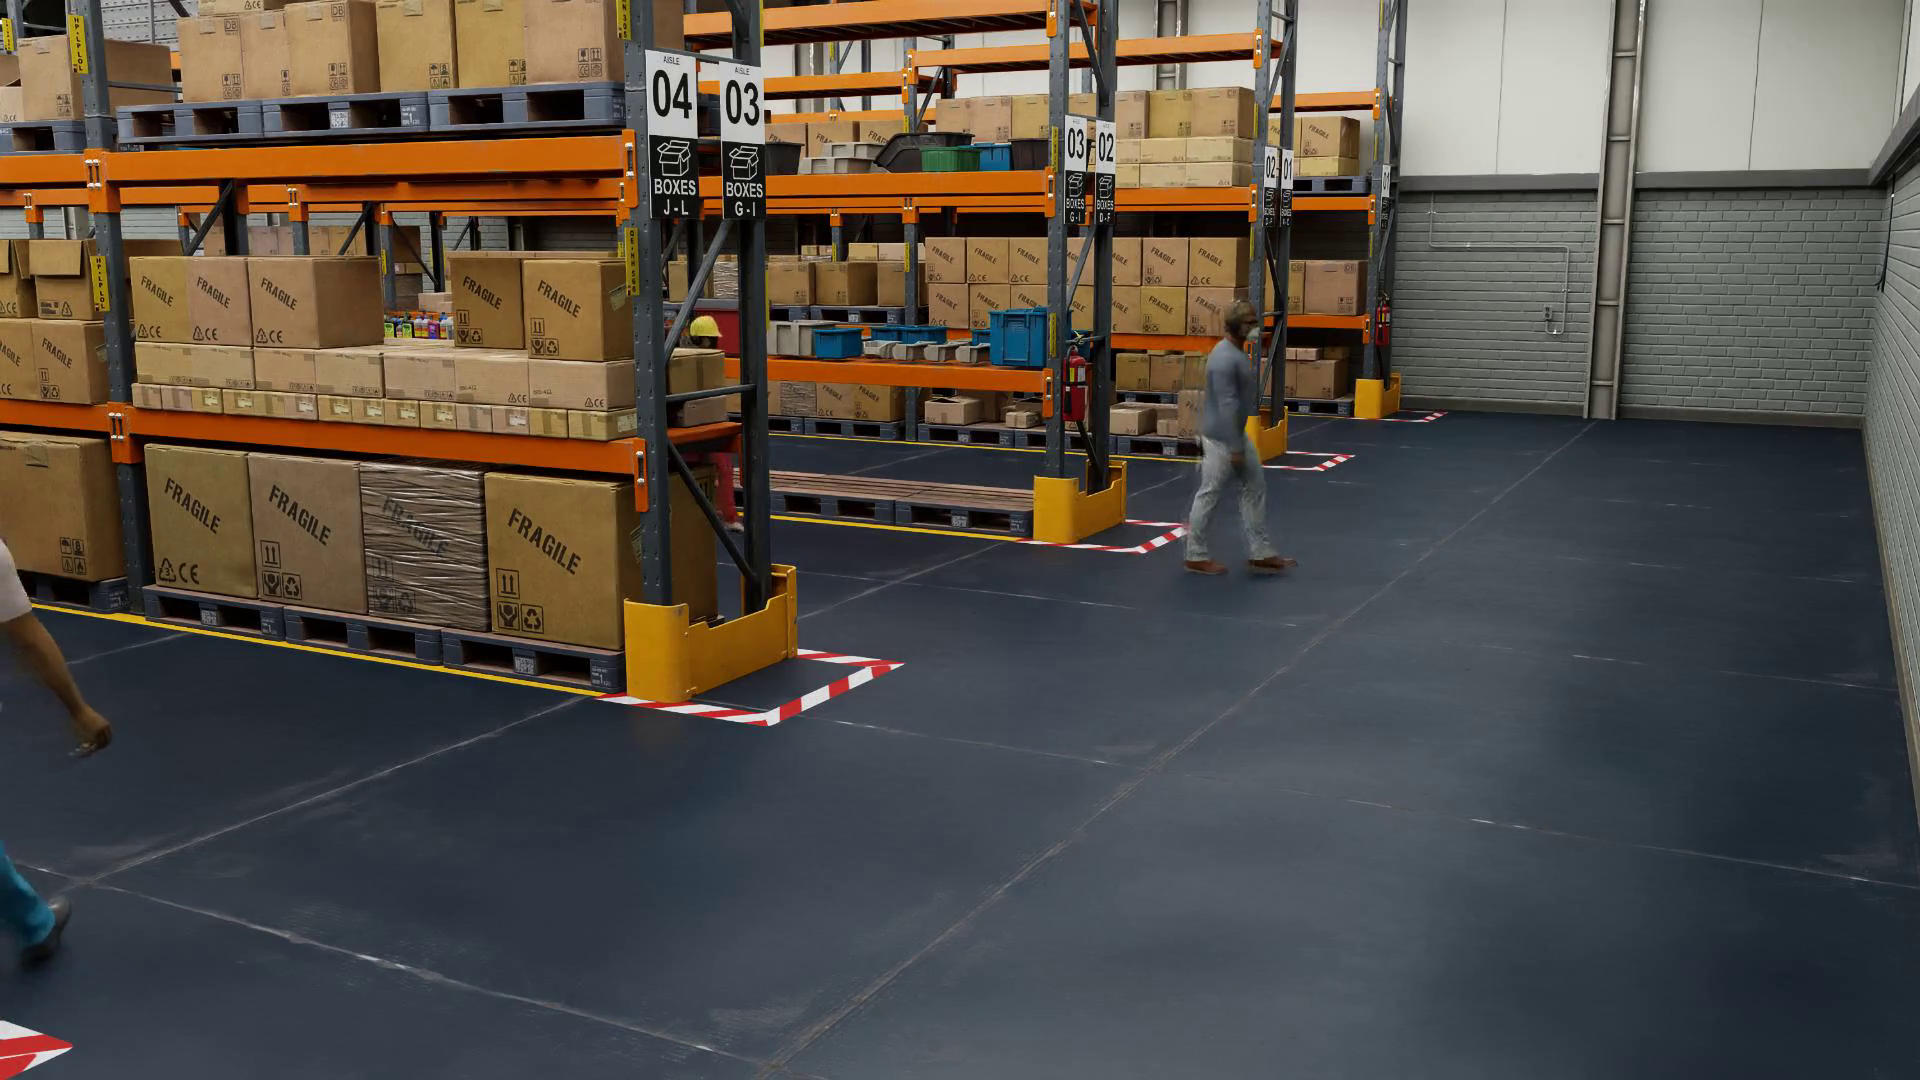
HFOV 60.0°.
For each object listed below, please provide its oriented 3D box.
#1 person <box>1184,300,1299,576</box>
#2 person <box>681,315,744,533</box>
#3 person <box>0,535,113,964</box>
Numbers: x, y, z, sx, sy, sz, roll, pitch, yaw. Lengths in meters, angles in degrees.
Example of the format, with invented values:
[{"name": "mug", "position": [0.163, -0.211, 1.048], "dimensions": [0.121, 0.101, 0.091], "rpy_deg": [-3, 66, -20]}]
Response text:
[{"name": "person", "position": [1.957, -0.672, 11.379], "dimensions": [0.896, 1.901, 0.654], "rpy_deg": [4, 11, 21]}, {"name": "person", "position": [-2.088, -0.916, 13.185], "dimensions": [0.866, 1.733, 0.532], "rpy_deg": [5, 11, 23]}, {"name": "person", "position": [-3.000, 0.560, 4.981], "dimensions": [0.675, 1.782, 0.967], "rpy_deg": [1, 10, 8]}]
